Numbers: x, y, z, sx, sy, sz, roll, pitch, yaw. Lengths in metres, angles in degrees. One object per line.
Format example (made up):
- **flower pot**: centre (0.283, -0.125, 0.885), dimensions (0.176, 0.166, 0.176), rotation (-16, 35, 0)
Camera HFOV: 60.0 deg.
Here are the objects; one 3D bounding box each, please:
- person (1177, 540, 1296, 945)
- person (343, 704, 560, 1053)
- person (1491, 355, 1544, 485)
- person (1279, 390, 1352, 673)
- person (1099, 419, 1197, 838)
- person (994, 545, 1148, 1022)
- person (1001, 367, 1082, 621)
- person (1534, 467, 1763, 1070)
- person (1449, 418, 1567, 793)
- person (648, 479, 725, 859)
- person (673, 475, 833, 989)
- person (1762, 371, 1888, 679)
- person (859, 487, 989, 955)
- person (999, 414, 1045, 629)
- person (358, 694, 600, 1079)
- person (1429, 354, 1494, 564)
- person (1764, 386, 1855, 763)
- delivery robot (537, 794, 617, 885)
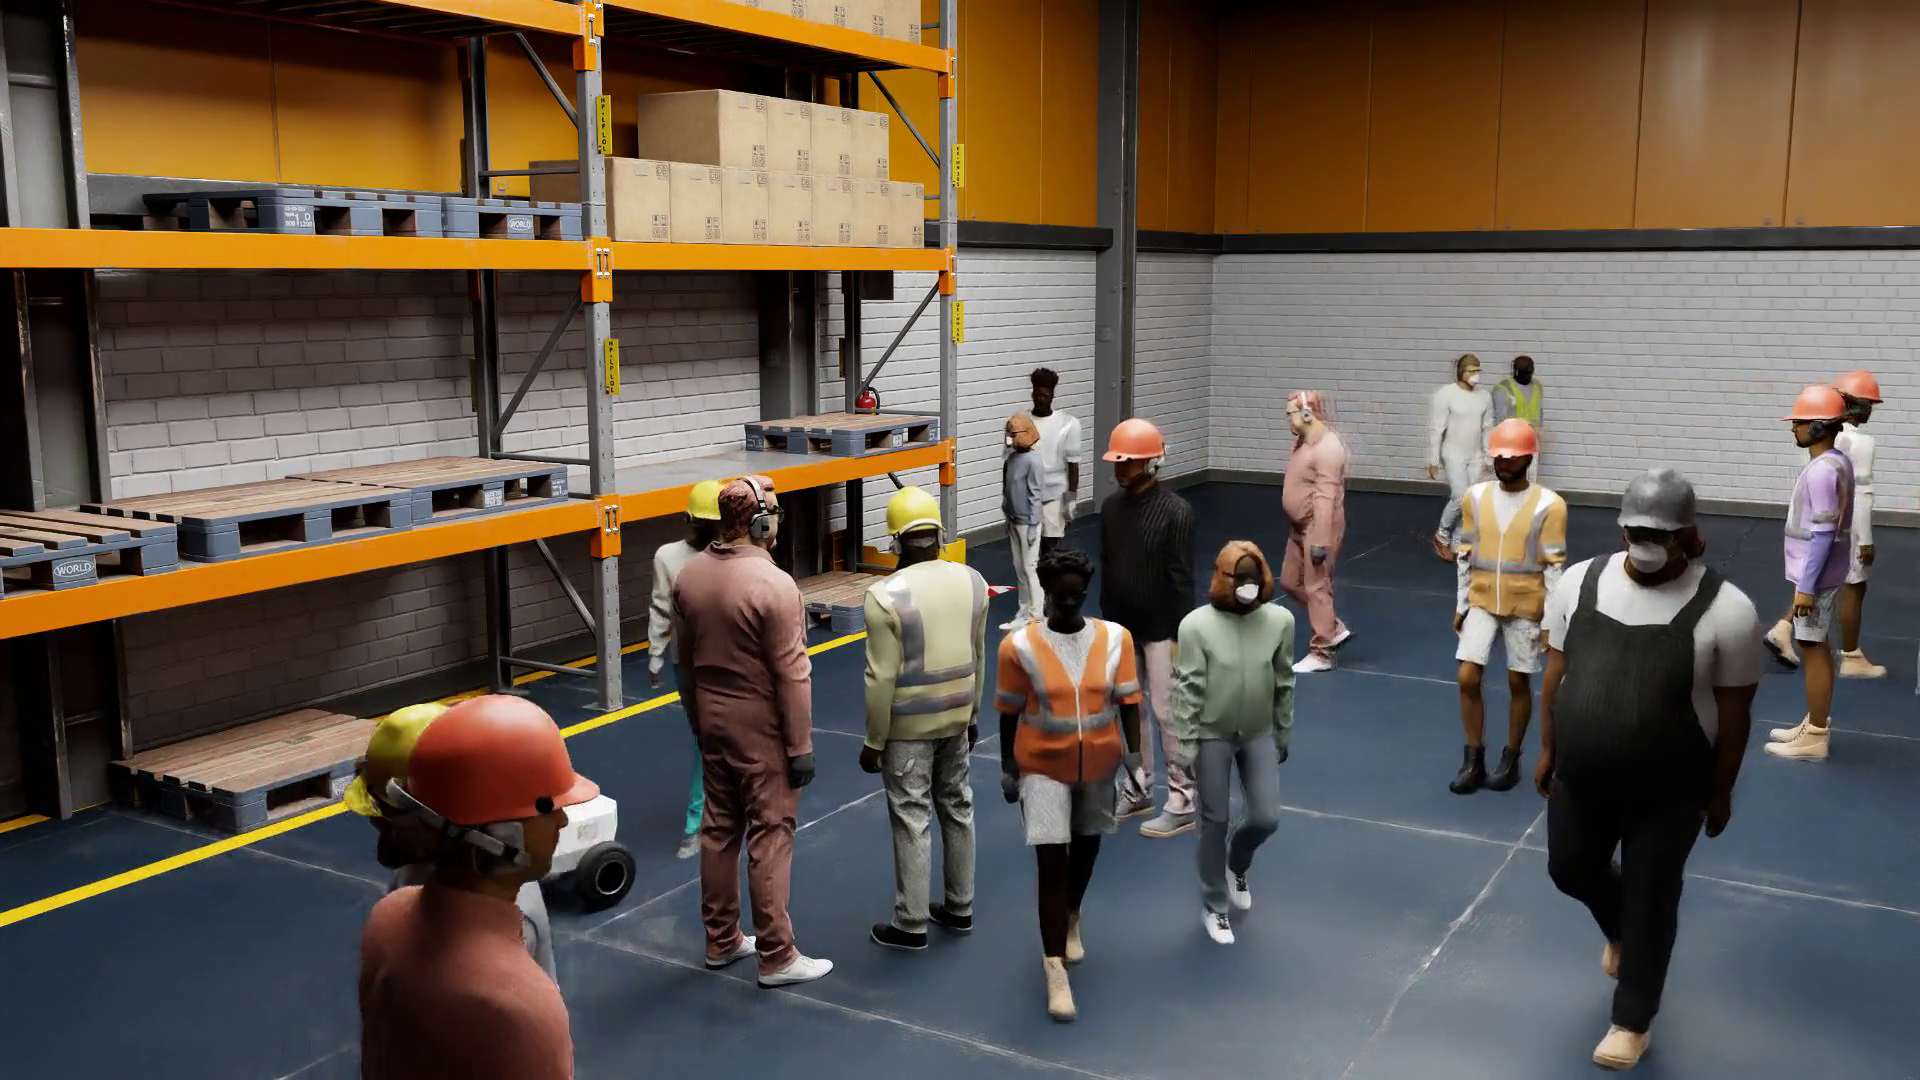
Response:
- **person**: centre (1.086, 0.790, 6.615), dimensions (0.507, 1.623, 0.389), rotation (-2, 9, -10)
- **person**: centre (-1.080, 1.201, 3.556), dimensions (0.908, 1.777, 0.589), rotation (-6, 11, -32)
- **person**: centre (5.959, -1.099, 17.872), dimensions (0.645, 1.796, 0.831), rotation (-2, 9, -12)
- **person**: centre (2.360, -0.058, 11.066), dimensions (0.447, 1.881, 0.688), rotation (-1, 9, -4)
- **person**: centre (0.855, 0.416, 7.868), dimensions (0.444, 1.978, 0.617), rotation (-7, 12, -38)
- **person**: centre (0.404, 0.839, 6.135), dimensions (0.537, 1.665, 0.756), rotation (-2, 9, -11)
- **person**: centre (0.619, -0.350, 12.704), dimensions (0.619, 1.944, 0.505), rotation (1, 9, 7)
- **person**: centre (2.338, 0.727, 5.686), dimensions (0.694, 2.000, 0.720), rotation (8, 12, 43)
- **person**: centre (2.718, 0.355, 8.370), dimensions (0.570, 1.919, 0.649), rotation (7, 11, 36)
- **person**: centre (-1.159, 0.548, 7.823), dimensions (0.532, 1.735, 0.836), rotation (3, 9, 16)
- **person**: centre (-0.765, 0.708, 6.220), dimensions (0.639, 1.910, 0.407), rotation (8, 12, 41)
- **person**: centre (5.712, -0.090, 10.834), dimensions (0.739, 2.027, 0.613), rotation (0, 9, -2)
- **person**: centre (-0.157, 0.704, 6.504), dimensions (0.591, 1.824, 0.404), rotation (-8, 12, -41)
- **person**: centre (0.461, -0.111, 12.196), dimensions (0.271, 1.627, 0.499), rotation (-4, 10, -21)
- **person**: centre (-0.828, 1.233, 2.744), dimensions (0.547, 1.980, 0.623), rotation (-6, 11, -34)
- **person**: centre (4.562, -0.717, 15.053), dimensions (0.655, 1.925, 0.435), rotation (-5, 10, -27)
- **person**: centre (4.623, 0.185, 9.061), dimensions (0.391, 2.040, 0.615), rotation (6, 11, 32)
- **delivery robot**: centre (-1.791, 1.226, 6.901), dimensions (0.707, 0.478, 0.477), rotation (-9, 13, -43)
